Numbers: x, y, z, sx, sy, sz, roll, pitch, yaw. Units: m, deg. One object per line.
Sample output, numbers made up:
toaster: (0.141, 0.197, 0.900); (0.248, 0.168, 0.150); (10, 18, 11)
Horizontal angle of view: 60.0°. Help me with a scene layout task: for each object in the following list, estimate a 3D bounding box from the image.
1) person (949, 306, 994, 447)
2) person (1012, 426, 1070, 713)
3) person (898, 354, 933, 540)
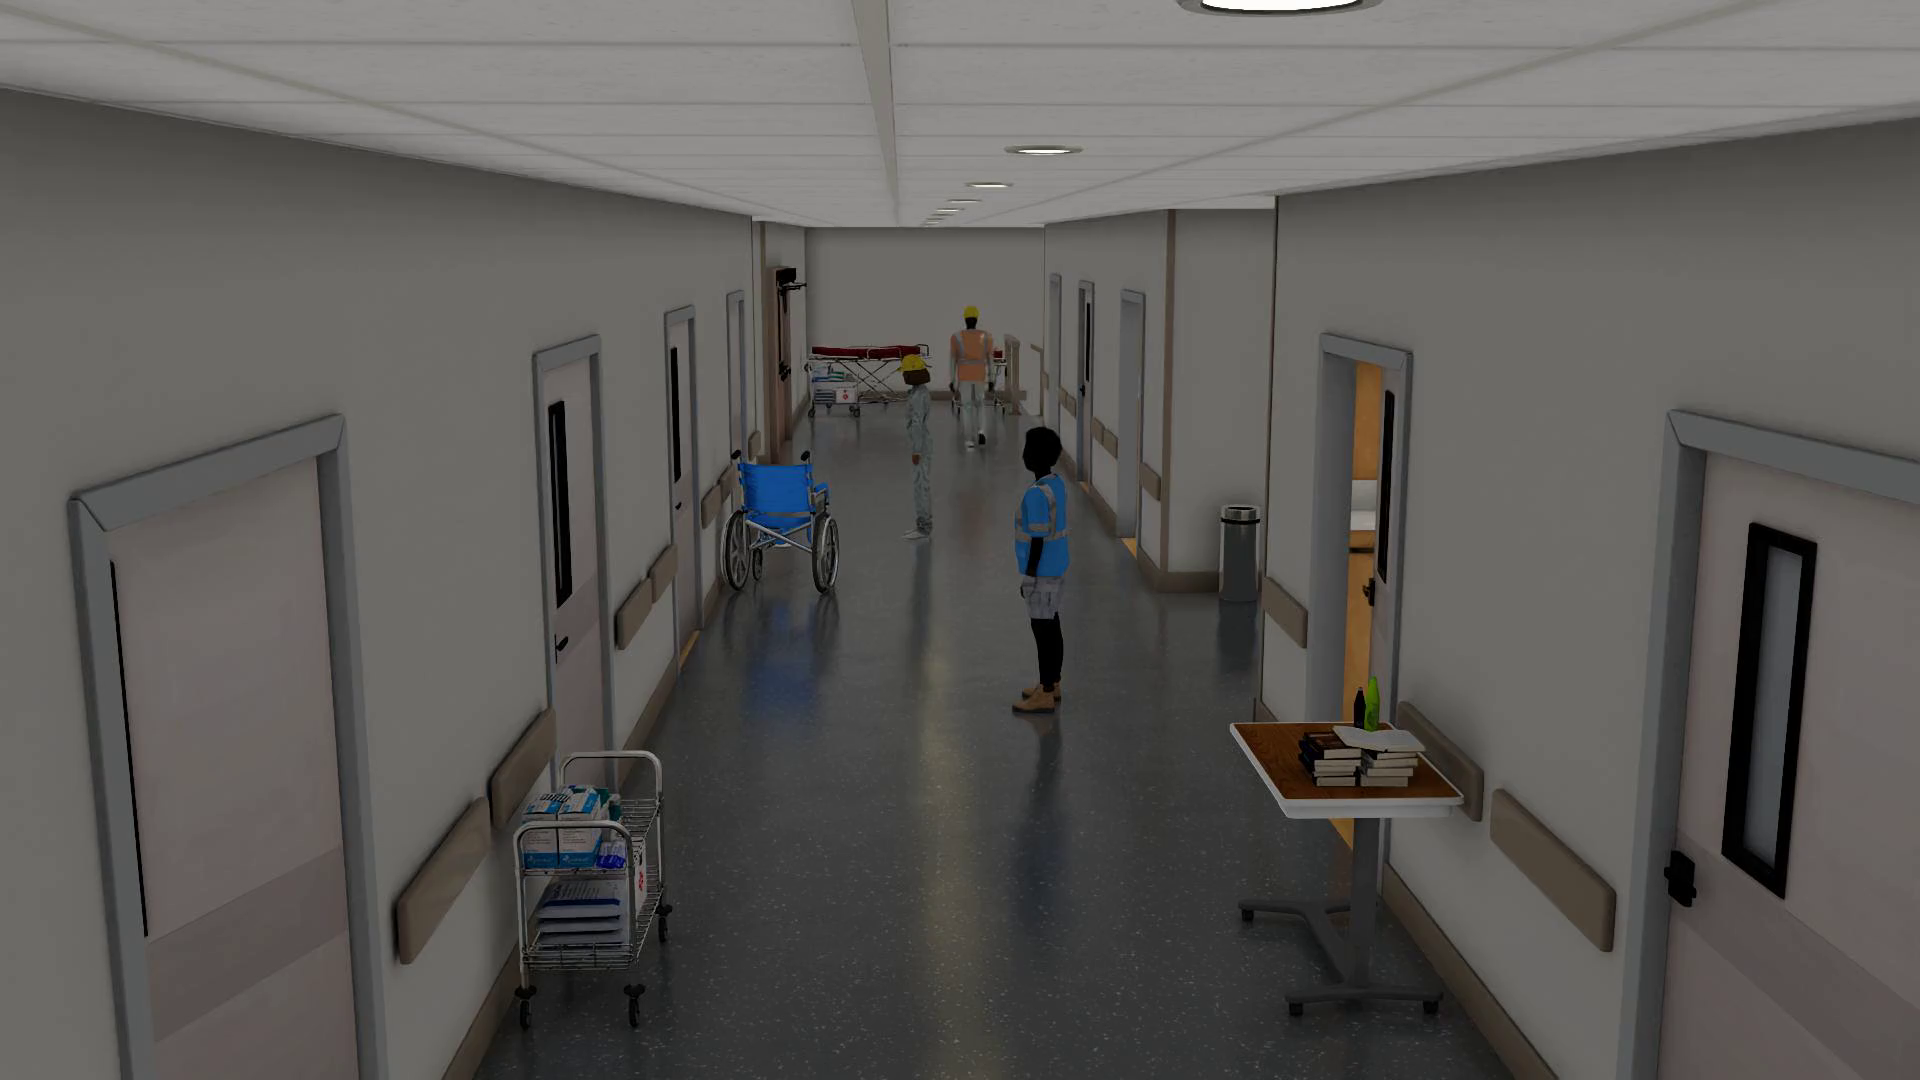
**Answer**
person: (0.152, -2.212, 22.539); (0.595, 1.910, 0.428); (-2, 10, -11)
person: (0.481, 0.174, 9.843); (0.318, 1.699, 0.535); (3, 11, 15)
person: (-0.415, -0.866, 15.543); (0.326, 1.737, 0.486); (0, 10, 2)
